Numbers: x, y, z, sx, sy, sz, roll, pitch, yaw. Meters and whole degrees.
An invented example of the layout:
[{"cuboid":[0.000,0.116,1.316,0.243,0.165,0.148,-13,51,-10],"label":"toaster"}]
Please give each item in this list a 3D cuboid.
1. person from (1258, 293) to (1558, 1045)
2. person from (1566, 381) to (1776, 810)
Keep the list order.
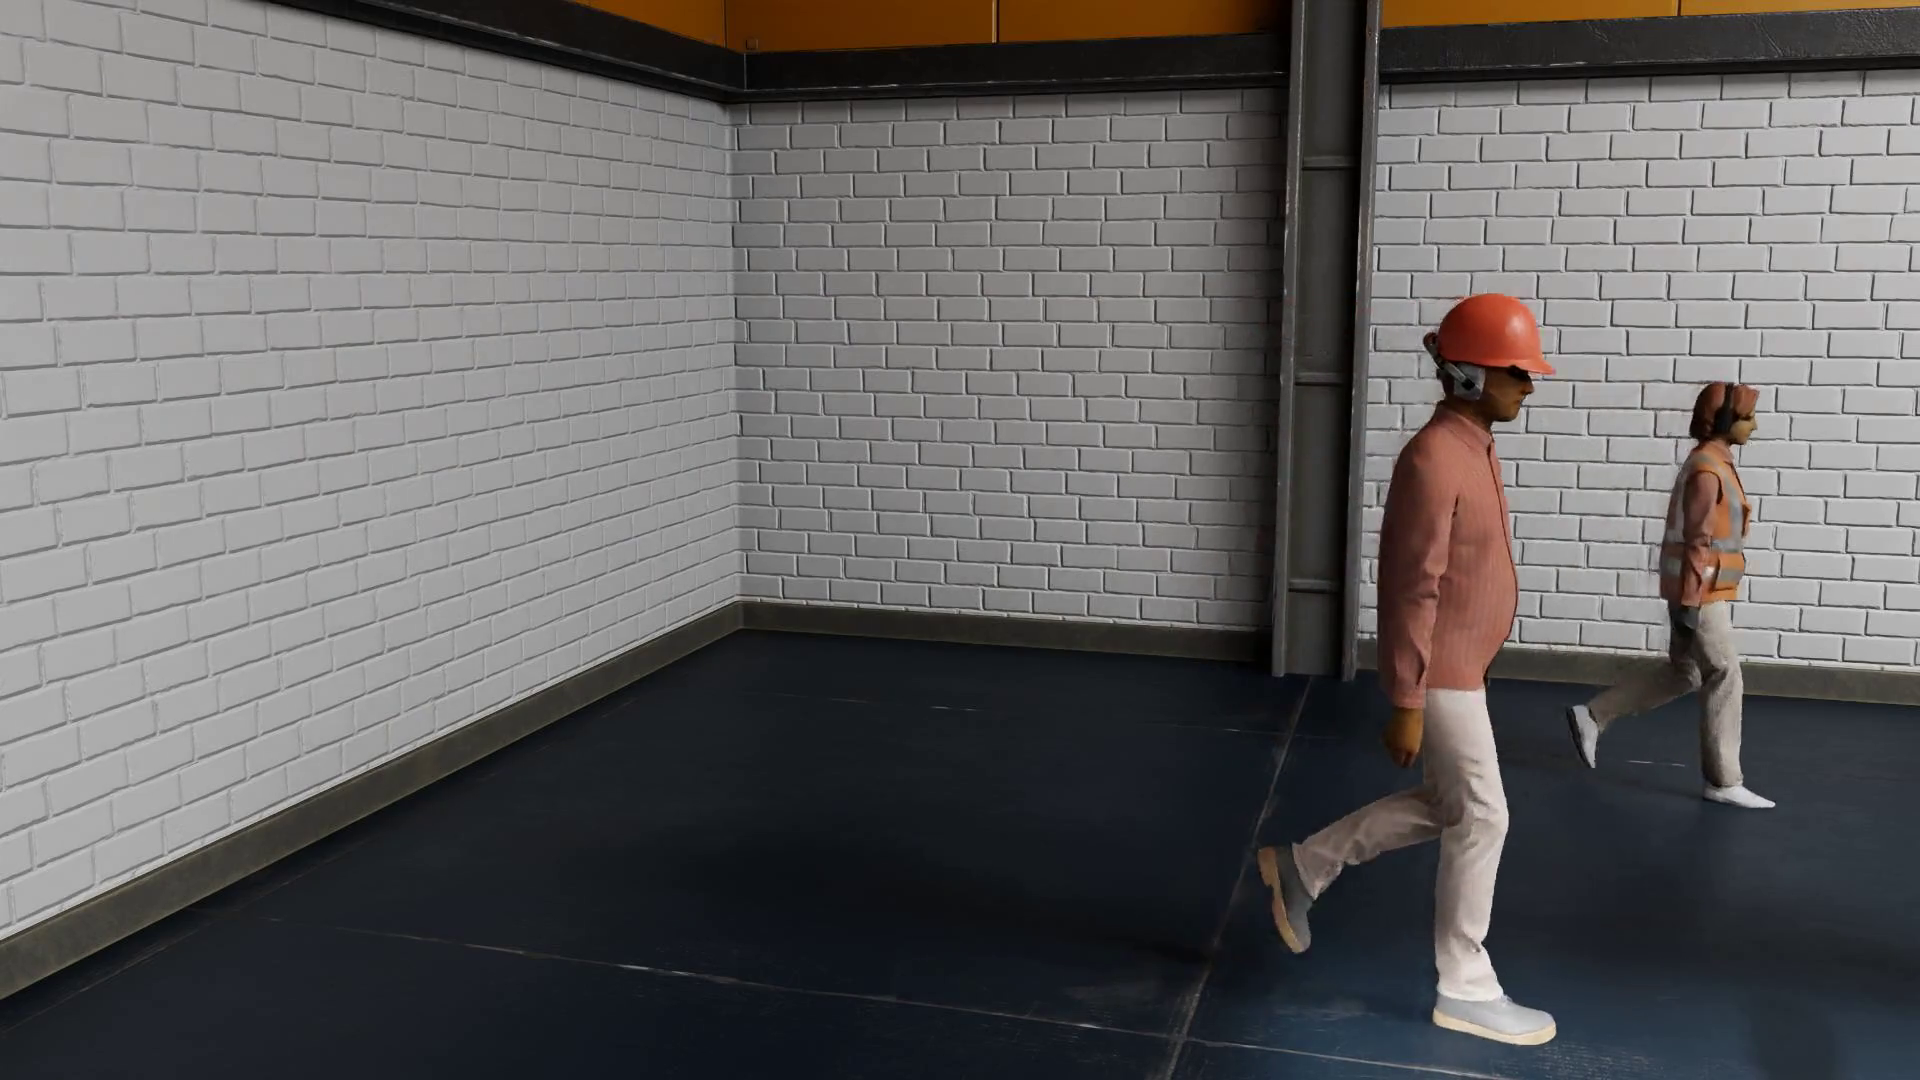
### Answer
[{"cuboid":[1.207,0.327,4.416,0.748,1.960,0.625,4,10,23],"label":"person"},{"cuboid":[2.732,0.196,6.309,0.694,1.614,0.512,5,10,26],"label":"person"}]
